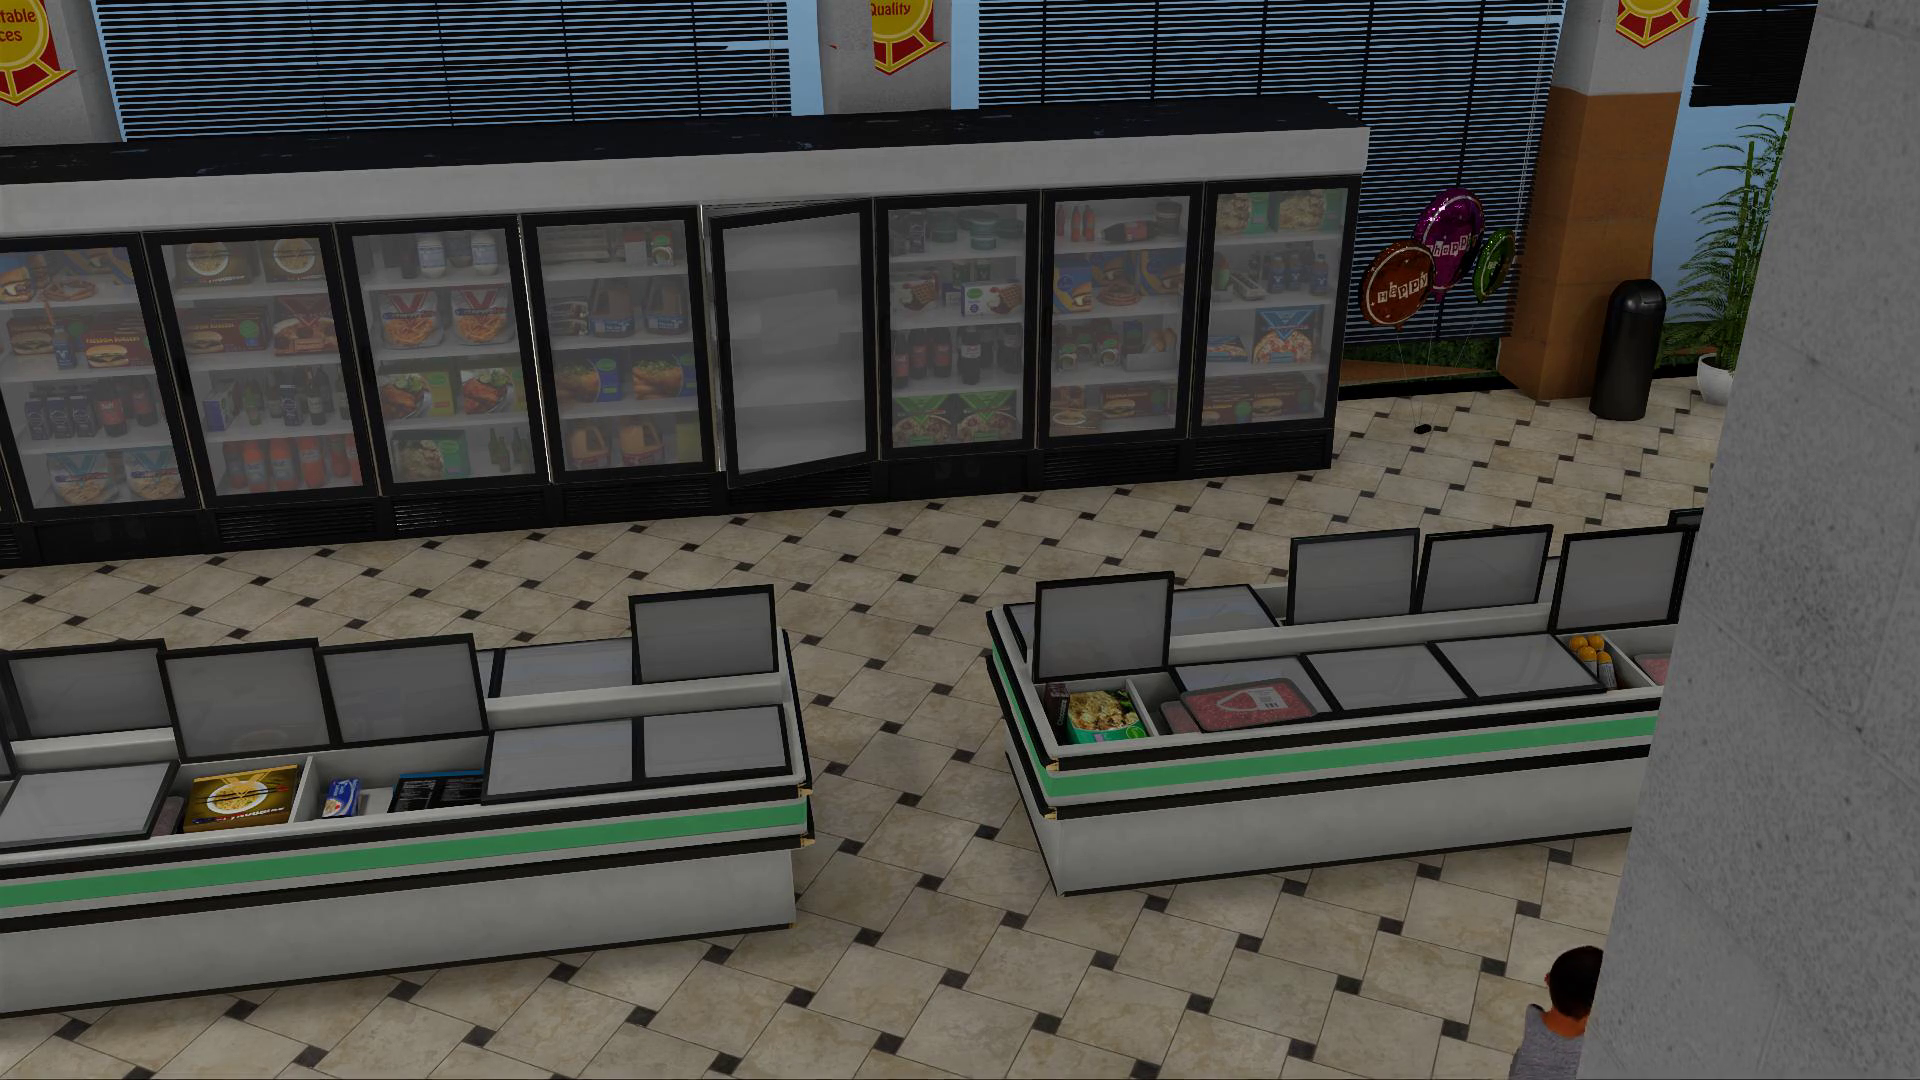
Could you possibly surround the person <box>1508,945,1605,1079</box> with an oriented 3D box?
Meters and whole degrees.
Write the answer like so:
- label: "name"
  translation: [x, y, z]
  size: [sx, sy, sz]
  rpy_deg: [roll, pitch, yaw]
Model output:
- label: "person"
  translation: [1.736, 1.850, 5.043]
  size: [0.999, 1.420, 1.078]
  rpy_deg: [19, 33, 33]
